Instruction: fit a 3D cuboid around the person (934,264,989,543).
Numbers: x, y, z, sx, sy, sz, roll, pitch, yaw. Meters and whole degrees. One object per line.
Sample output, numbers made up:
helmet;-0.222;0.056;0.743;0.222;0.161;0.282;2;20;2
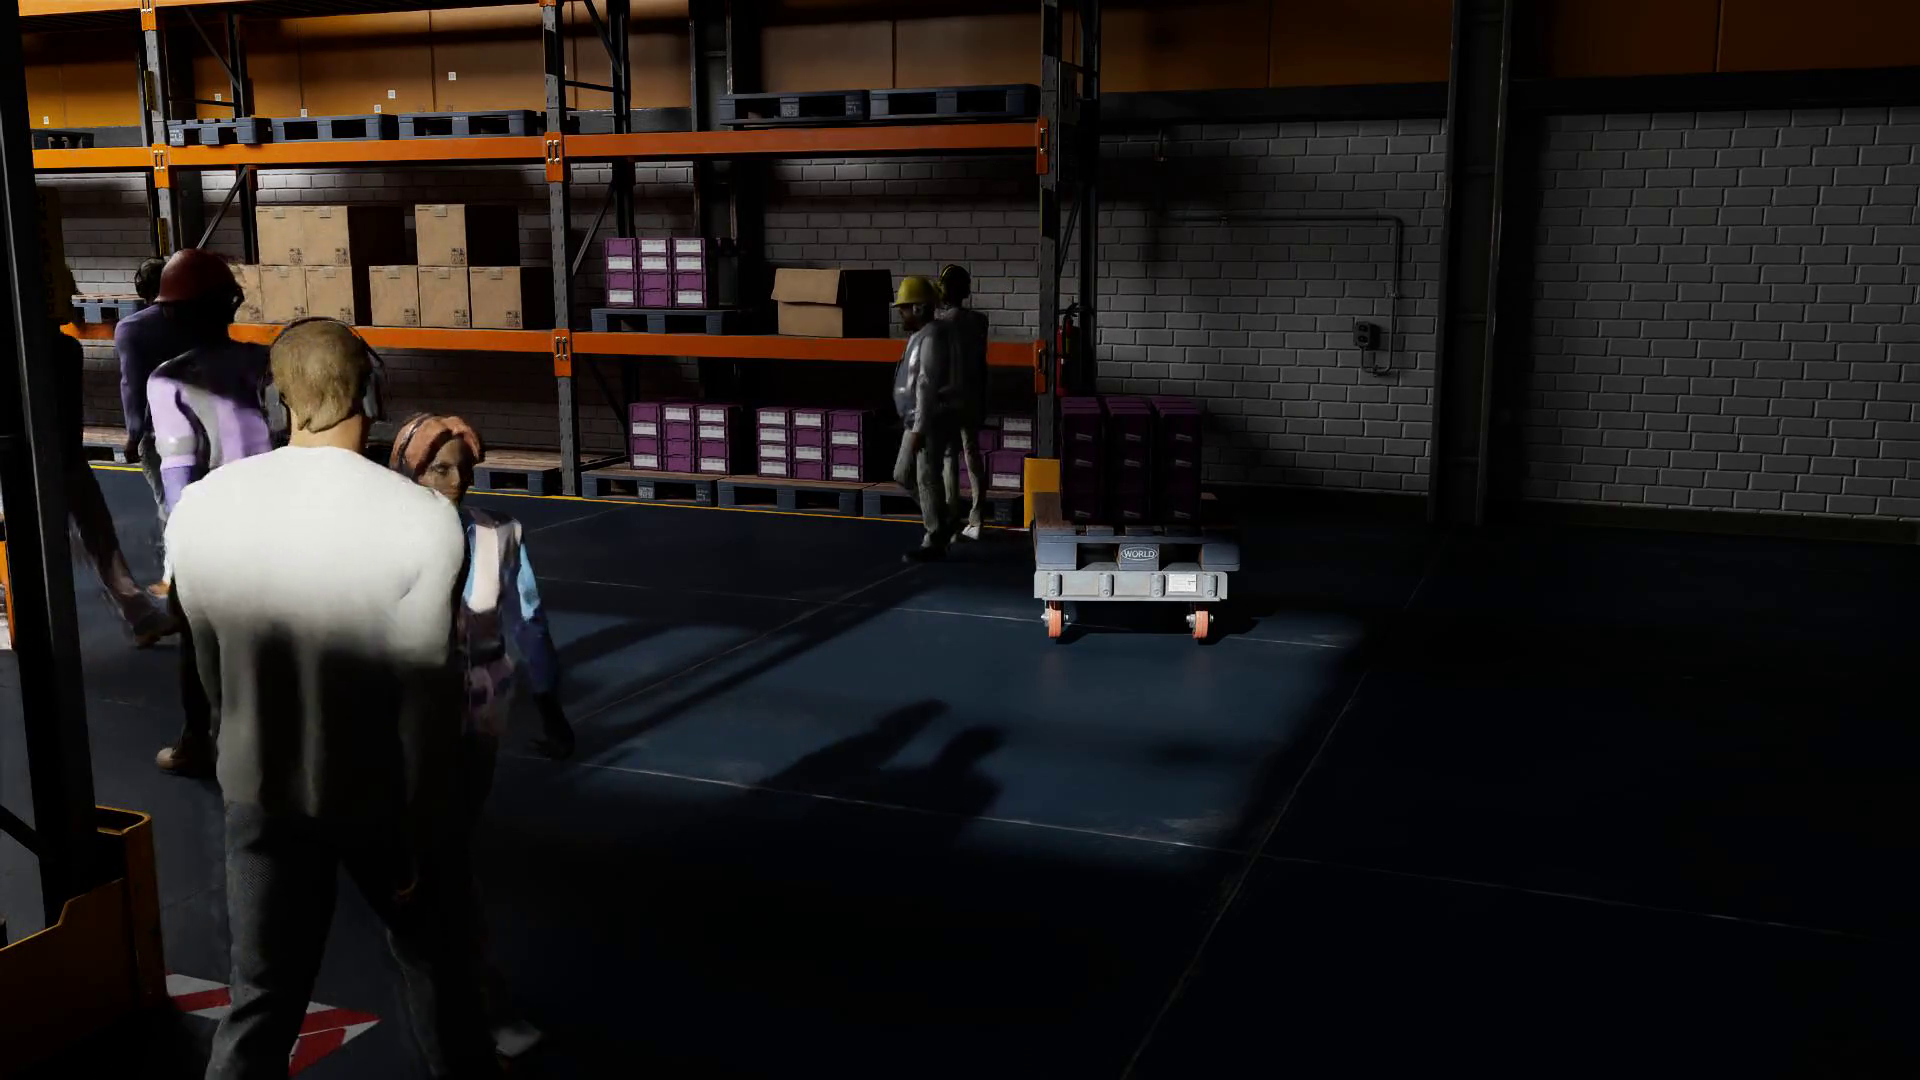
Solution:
person;-0.032;-0.912;11.213;0.519;1.874;0.331;-7;12;-35

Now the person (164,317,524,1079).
person;-1.240;0.510;3.298;0.623;1.880;0.981;1;10;4

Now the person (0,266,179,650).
person;-4.432;-0.394;8.160;1.067;1.933;0.628;2;10;13

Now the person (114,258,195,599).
person;-4.461;-0.624;9.443;0.377;1.932;0.629;6;12;29

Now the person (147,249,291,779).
person;-2.606;-0.053;6.082;0.988;2.009;0.611;6;12;31

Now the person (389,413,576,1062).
person;-1.251;0.484;4.198;0.867;1.588;0.514;9;13;39

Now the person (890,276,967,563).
person;-0.220;-0.749;10.487;0.412;1.812;0.609;-2;10;-13
